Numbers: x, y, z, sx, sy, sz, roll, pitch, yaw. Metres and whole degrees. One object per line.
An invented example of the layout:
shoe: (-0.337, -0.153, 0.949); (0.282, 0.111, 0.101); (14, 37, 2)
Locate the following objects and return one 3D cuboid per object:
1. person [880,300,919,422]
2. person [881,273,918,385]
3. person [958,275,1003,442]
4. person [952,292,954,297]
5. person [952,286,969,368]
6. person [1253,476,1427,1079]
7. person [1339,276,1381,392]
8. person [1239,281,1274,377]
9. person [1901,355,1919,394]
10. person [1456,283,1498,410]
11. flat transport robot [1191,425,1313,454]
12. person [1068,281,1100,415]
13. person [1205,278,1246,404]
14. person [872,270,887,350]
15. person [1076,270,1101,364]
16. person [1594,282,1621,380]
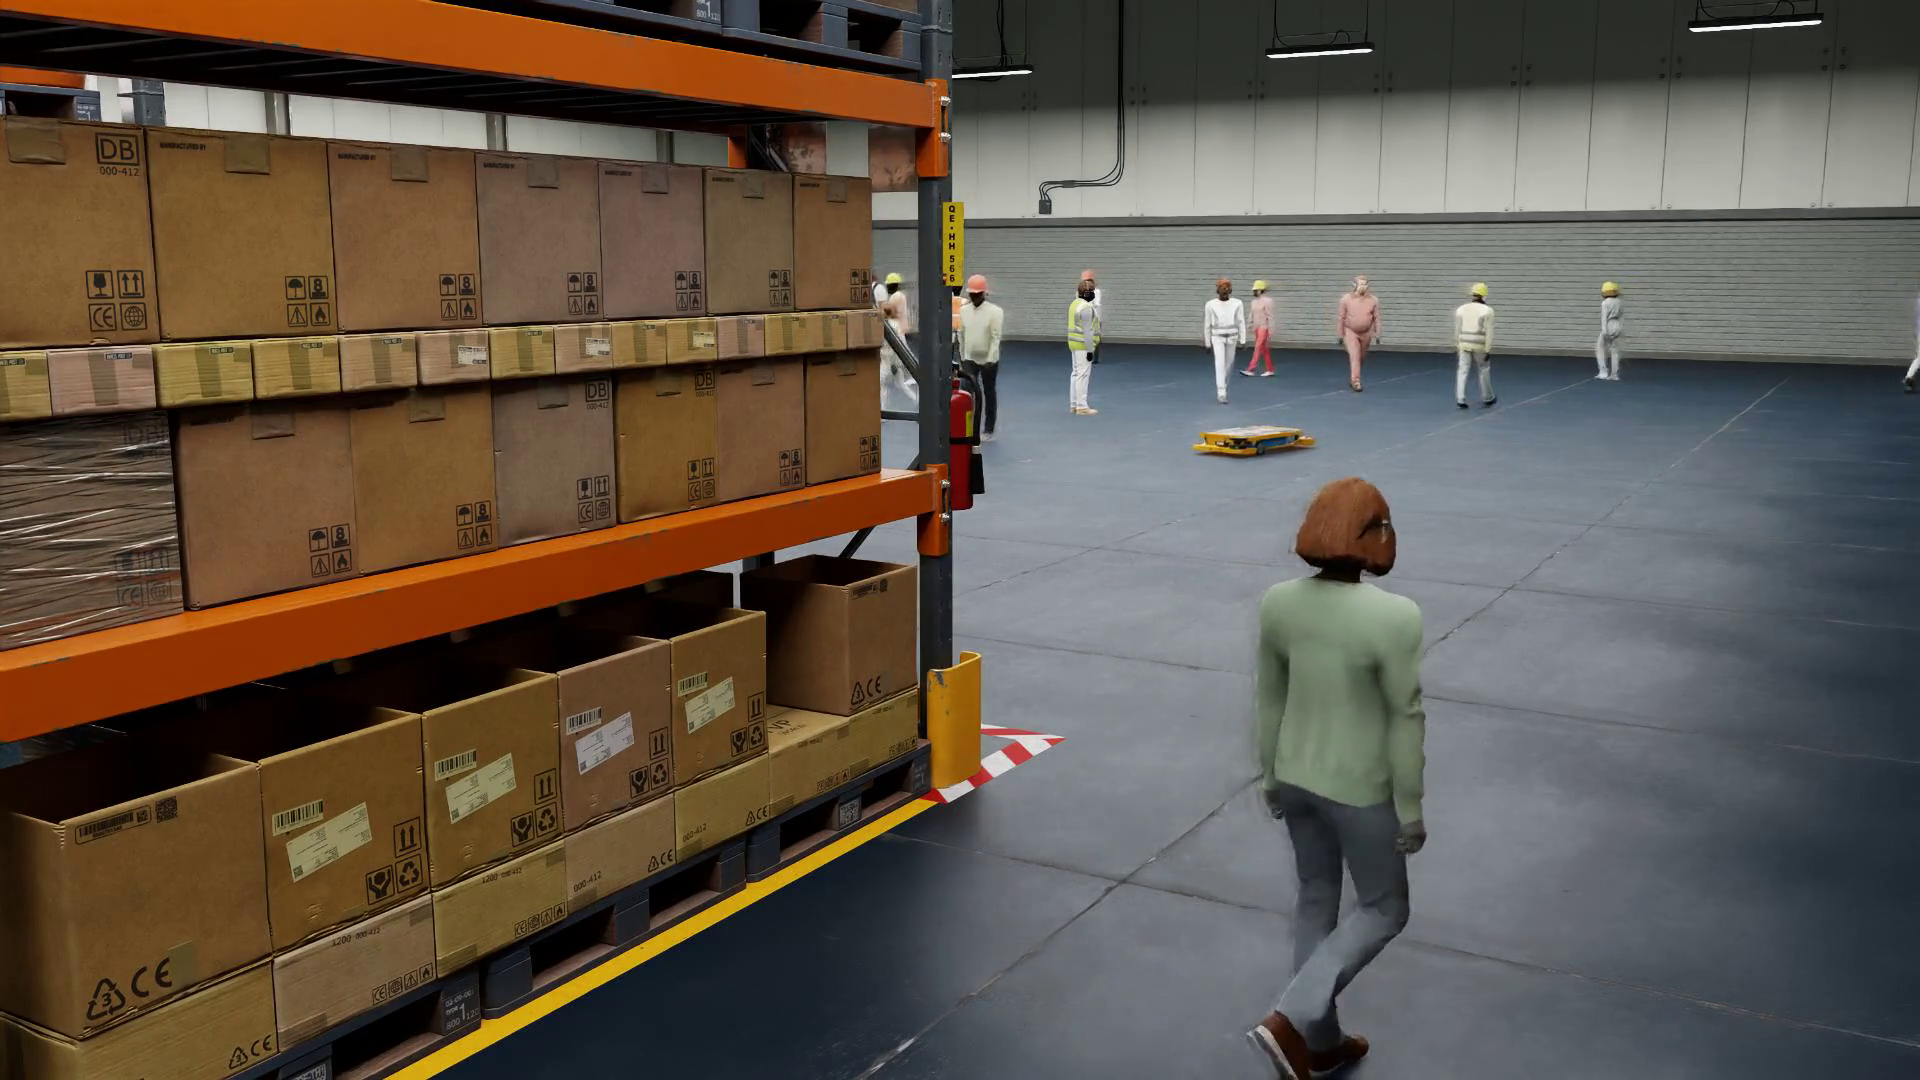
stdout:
person: (-0.835, -2.323, 21.702); (0.793, 1.609, 0.508); (2, 10, 10)
person: (-1.150, -3.561, 28.178); (1.012, 1.871, 0.610); (1, 10, 7)
person: (0.203, -2.073, 19.257); (0.596, 1.943, 0.917); (4, 11, 23)
person: (-0.400, -4.657, 34.644); (0.651, 1.862, 0.986); (5, 11, 26)
person: (-0.055, -3.948, 30.964); (0.532, 1.695, 0.319); (3, 10, 16)
person: (0.936, 0.646, 4.266); (0.479, 1.617, 0.522); (-7, 12, -37)
person: (6.494, -3.366, 27.086); (0.644, 1.869, 0.953); (0, 10, 0)
person: (5.349, -3.783, 29.923); (0.893, 1.718, 0.545); (-4, 11, -24)
person: (15.383, -3.252, 26.264); (0.925, 1.913, 0.629); (-4, 11, -24)
person: (7.380, -2.758, 23.727); (0.598, 1.782, 0.903); (9, 13, 41)
flat transport robot: (3.284, -1.127, 18.611); (0.652, 0.197, 1.431); (9, 13, 44)
person: (1.707, -2.636, 22.894); (0.430, 1.837, 0.630); (-2, 10, -13)
person: (3.932, -2.970, 24.799); (0.588, 1.856, 0.914); (-1, 10, -4)
person: (-1.670, -4.152, 31.148); (0.682, 2.000, 0.768); (4, 11, 24)
person: (2.574, -4.455, 33.368); (0.556, 1.895, 0.972); (5, 11, 26)
person: (11.409, -3.668, 29.253); (0.516, 1.723, 0.503); (-5, 11, -29)
